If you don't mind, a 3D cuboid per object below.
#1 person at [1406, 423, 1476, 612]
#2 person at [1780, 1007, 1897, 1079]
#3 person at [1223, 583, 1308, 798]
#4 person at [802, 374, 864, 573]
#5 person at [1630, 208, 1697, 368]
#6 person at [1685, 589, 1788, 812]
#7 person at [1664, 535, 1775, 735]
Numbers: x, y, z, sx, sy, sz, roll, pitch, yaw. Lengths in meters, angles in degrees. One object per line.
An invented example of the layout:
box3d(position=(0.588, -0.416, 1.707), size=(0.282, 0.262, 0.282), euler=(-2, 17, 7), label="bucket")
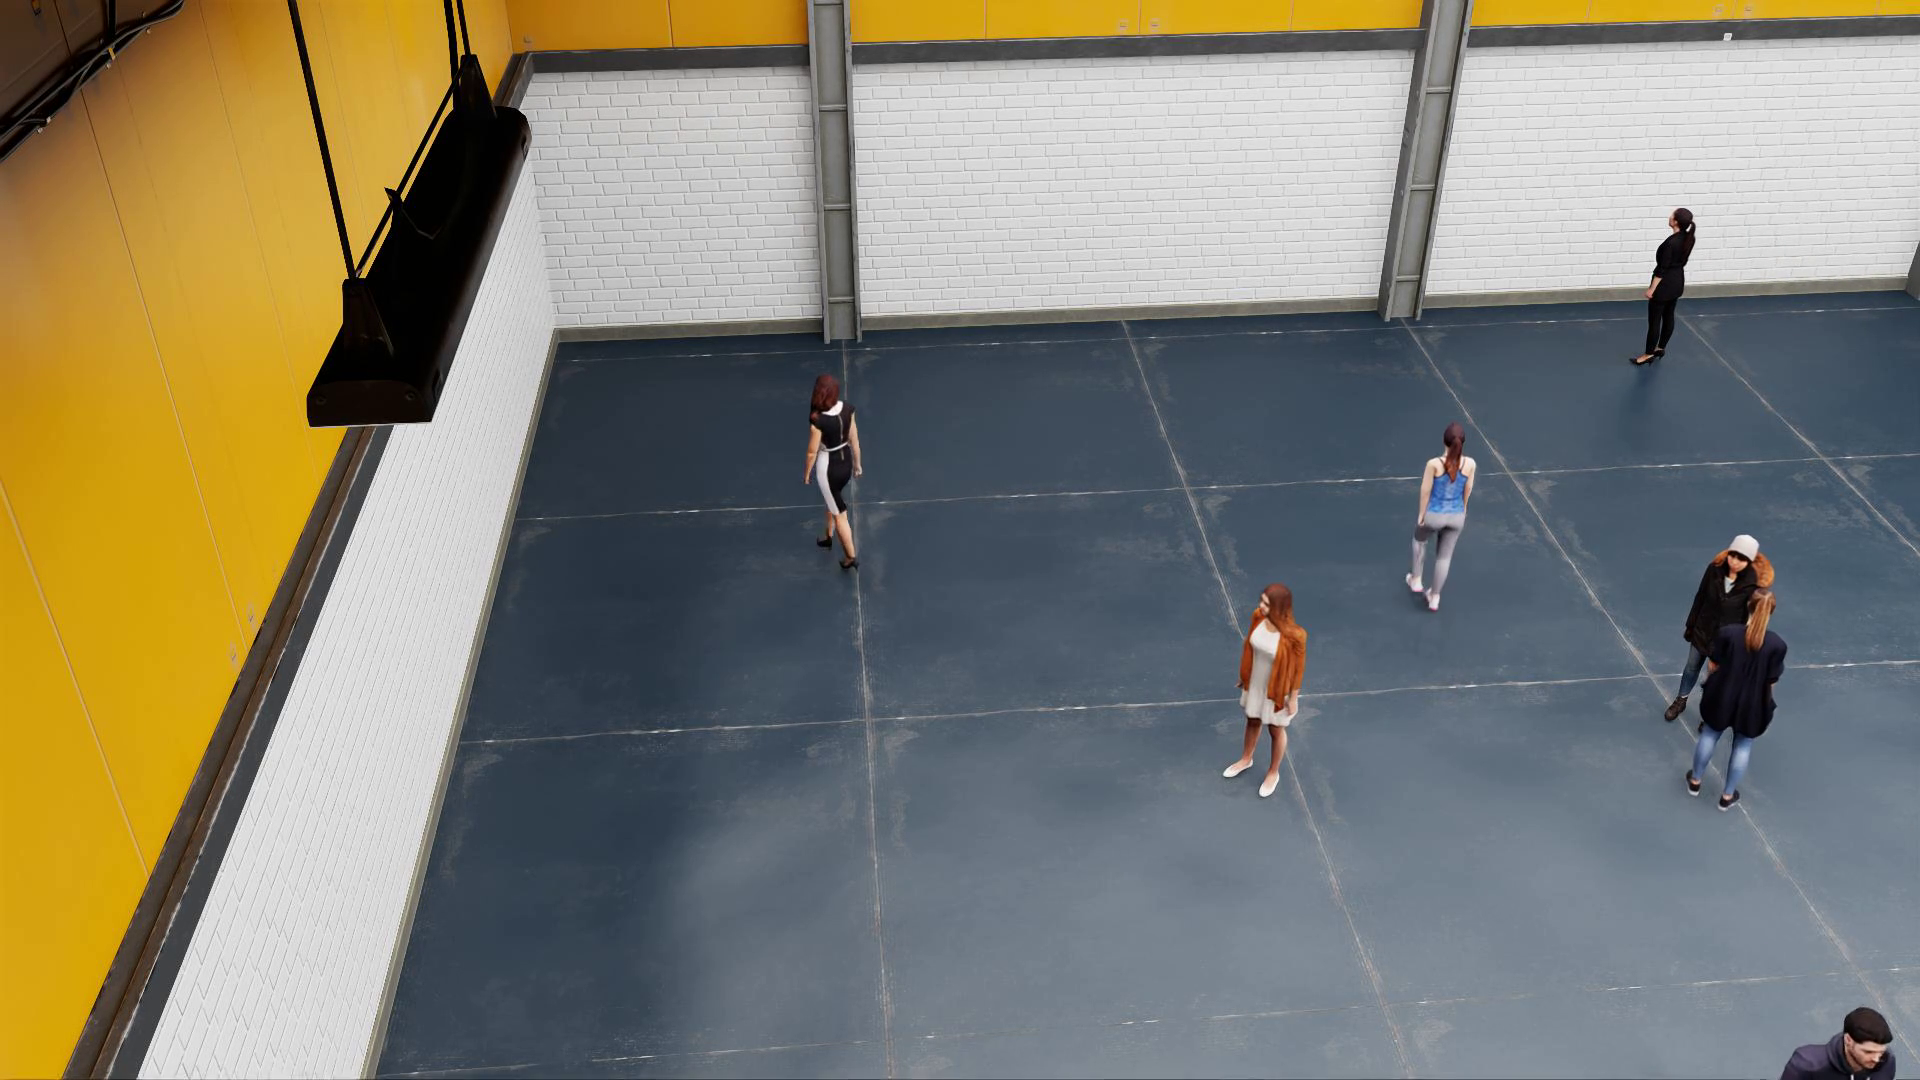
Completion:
box3d(position=(3.804, -0.148, 13.083), size=(0.643, 1.592, 0.686), euler=(3, 34, 5), label="person")
box3d(position=(4.207, 2.896, 8.258), size=(0.957, 1.866, 0.746), euler=(-3, 34, -5), label="person")
box3d(position=(2.109, 0.973, 11.287), size=(0.761, 1.716, 0.716), euler=(-29, 43, -36), label="person")
box3d(position=(-0.949, -0.490, 13.429), size=(0.941, 1.779, 0.896), euler=(28, 43, 36), label="person")
box3d(position=(7.055, -2.521, 16.592), size=(0.651, 1.662, 0.751), euler=(-21, 39, -29), label="person")
box3d(position=(5.213, 1.071, 11.171), size=(0.725, 1.681, 0.813), euler=(19, 38, 26), label="person")
box3d(position=(5.410, 0.649, 11.849), size=(0.721, 1.633, 0.771), euler=(28, 43, 36), label="person")
